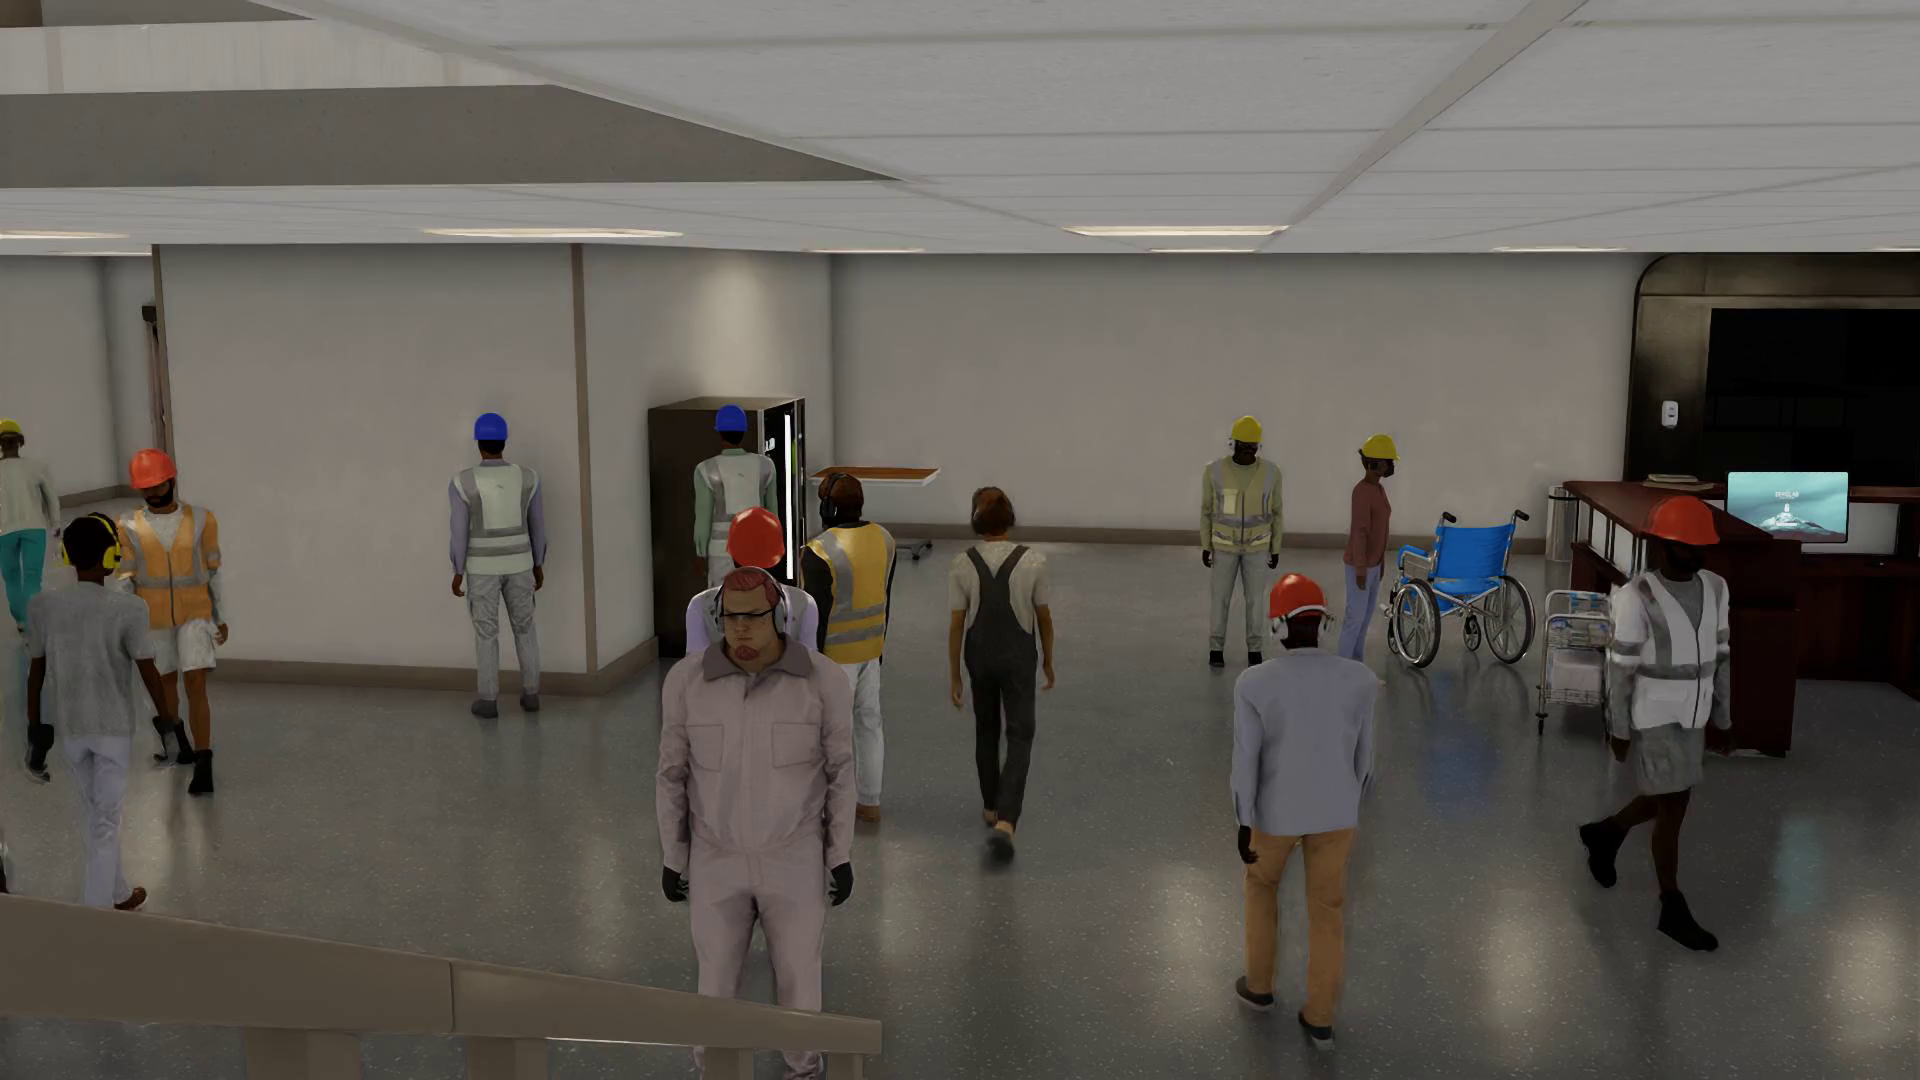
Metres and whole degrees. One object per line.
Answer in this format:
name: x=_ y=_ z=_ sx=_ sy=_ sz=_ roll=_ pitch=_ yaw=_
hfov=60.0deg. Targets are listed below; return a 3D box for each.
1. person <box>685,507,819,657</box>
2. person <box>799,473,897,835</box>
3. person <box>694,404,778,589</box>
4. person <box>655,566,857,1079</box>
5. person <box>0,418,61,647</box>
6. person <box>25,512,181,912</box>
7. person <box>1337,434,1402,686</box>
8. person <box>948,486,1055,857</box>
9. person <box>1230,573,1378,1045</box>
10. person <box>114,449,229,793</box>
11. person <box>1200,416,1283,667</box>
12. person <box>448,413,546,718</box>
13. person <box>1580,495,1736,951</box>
person: x=-0.816 y=0.817 z=6.650 sx=0.542 sy=1.928 sz=0.376 roll=-3 pitch=10 yaw=-16
person: x=-0.600 y=0.575 z=8.416 sx=0.429 sy=1.844 sz=0.627 roll=7 pitch=11 yaw=35
person: x=-1.516 y=0.057 z=11.268 sx=0.602 sy=1.949 sz=0.390 roll=-5 pitch=10 yaw=-28
person: x=-0.667 y=1.024 z=5.436 sx=0.655 sy=1.906 sz=0.407 roll=0 pitch=9 yaw=0
person: x=-7.225 y=-0.074 z=12.798 sx=0.537 sy=1.714 sz=0.916 roll=-4 pitch=10 yaw=-22
person: x=-3.598 y=0.797 z=7.044 sx=0.553 sy=1.835 sz=0.831 roll=0 pitch=9 yaw=3
person: x=2.764 y=0.167 z=11.196 sx=0.345 sy=1.762 sz=0.524 roll=5 pitch=10 yaw=28
person: x=0.199 y=0.627 z=8.209 sx=0.513 sy=1.802 sz=0.882 roll=2 pitch=9 yaw=11
person: x=1.274 y=0.982 z=6.273 sx=0.571 sy=1.721 sz=0.665 roll=-1 pitch=9 yaw=-3
person: x=-4.403 y=0.415 z=9.303 sx=0.553 sy=1.880 sz=1.002 roll=-4 pitch=10 yaw=-26
person: x=2.011 y=0.021 z=11.899 sx=0.590 sy=1.827 sz=0.403 roll=1 pitch=9 yaw=6
person: x=-2.956 y=0.160 z=10.639 sx=0.615 sy=1.945 sz=0.405 roll=-6 pitch=11 yaw=-32
person: x=3.032 y=0.731 z=7.247 sx=0.546 sy=1.916 sz=0.851 roll=-4 pitch=10 yaw=-21
